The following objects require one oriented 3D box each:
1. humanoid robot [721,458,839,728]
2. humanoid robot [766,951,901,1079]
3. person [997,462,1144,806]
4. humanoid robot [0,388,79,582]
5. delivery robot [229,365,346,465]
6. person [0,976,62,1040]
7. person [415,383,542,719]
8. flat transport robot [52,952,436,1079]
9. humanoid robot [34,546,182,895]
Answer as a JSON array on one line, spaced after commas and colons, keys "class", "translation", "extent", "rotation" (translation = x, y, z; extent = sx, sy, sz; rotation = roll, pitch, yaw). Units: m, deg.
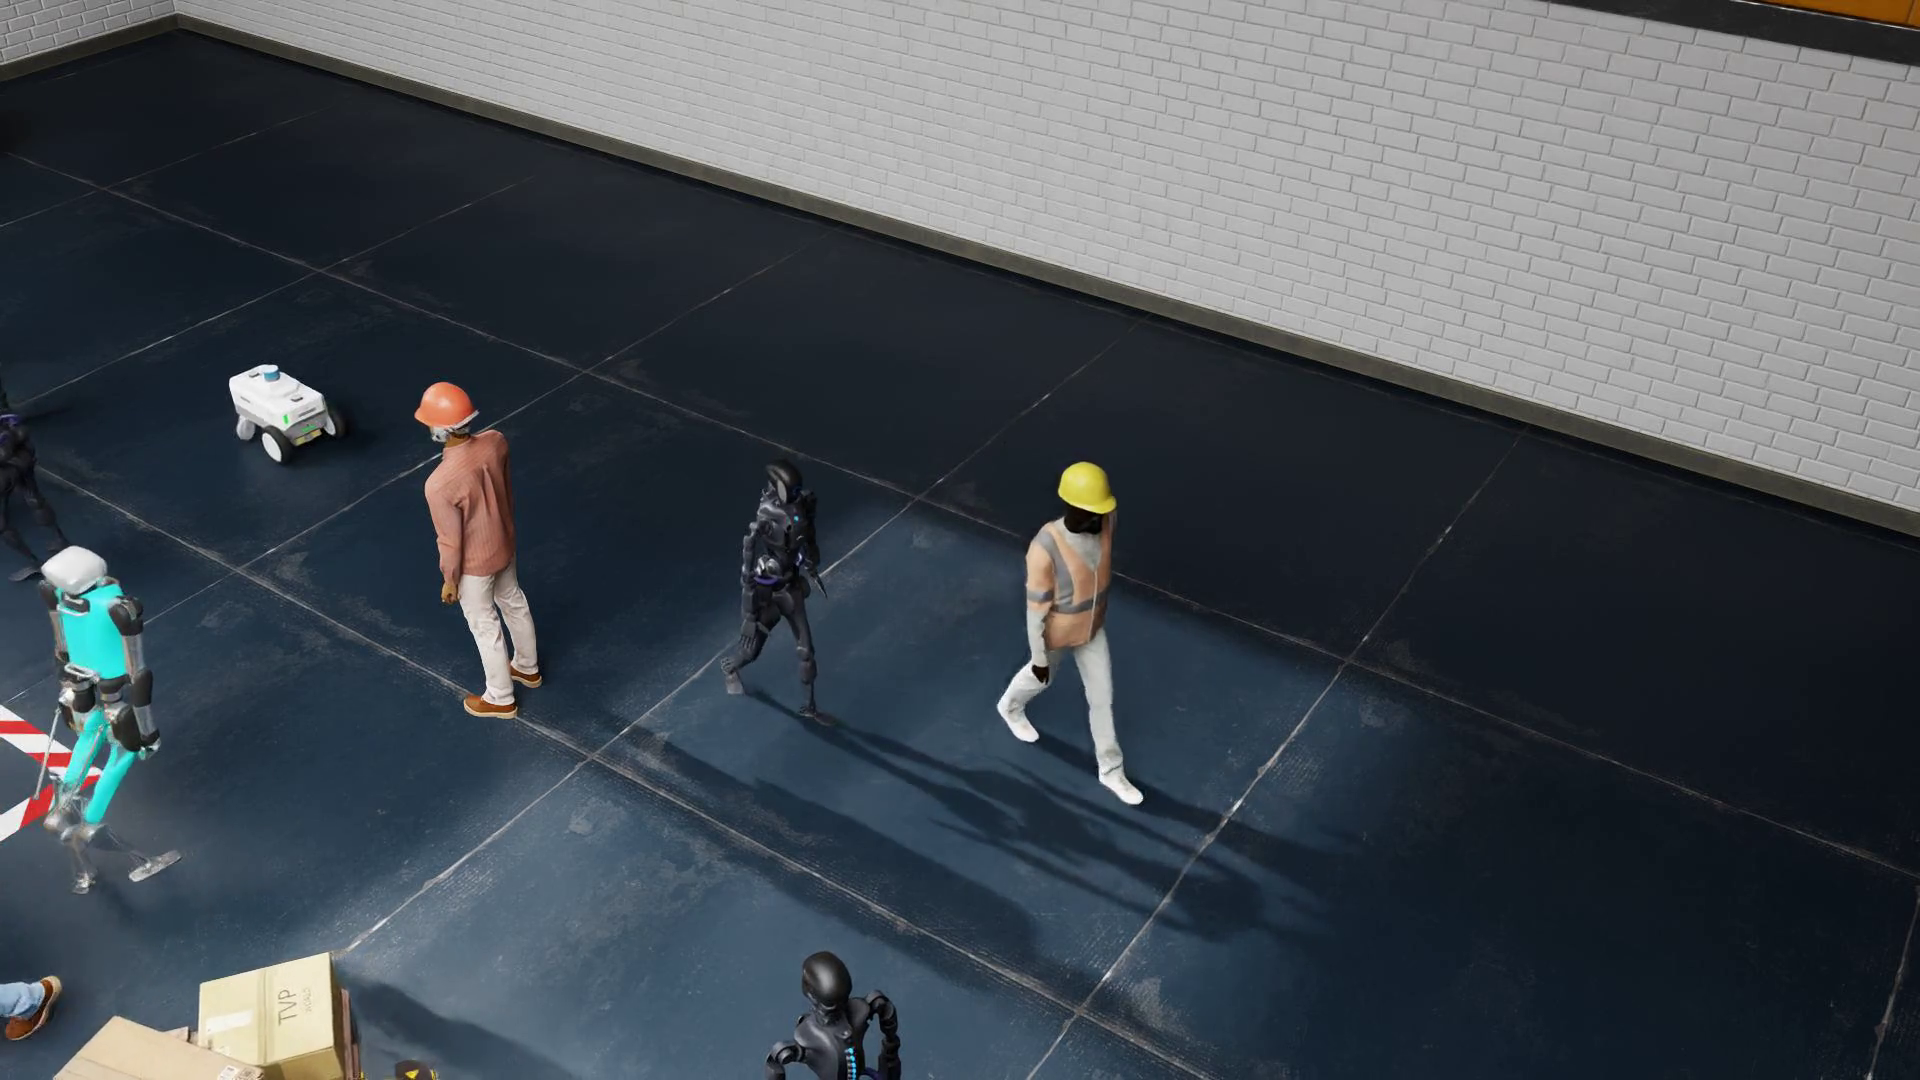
[{"class": "humanoid robot", "translation": [-1.000, 0.242, 8.746], "extent": [0.784, 1.631, 0.608], "rotation": [22, 41, 28]}, {"class": "humanoid robot", "translation": [-0.440, 2.113, 6.012], "extent": [0.590, 1.650, 0.339], "rotation": [-23, 41, -30]}, {"class": "person", "translation": [0.547, 0.400, 8.284], "extent": [0.598, 1.877, 0.997], "rotation": [-26, 42, -32]}, {"class": "humanoid robot", "translation": [-5.658, -0.506, 9.758], "extent": [0.319, 1.643, 0.589], "rotation": [0, 35, 0]}, {"class": "delivery robot", "translation": [-4.601, -0.882, 11.286], "extent": [0.780, 0.609, 0.522], "rotation": [25, 42, 31]}, {"class": "person", "translation": [-4.207, 1.519, 6.622], "extent": [0.632, 1.959, 0.704], "rotation": [19, 39, 25]}, {"class": "person", "translation": [-2.509, 0.060, 8.675], "extent": [0.376, 1.994, 0.610], "rotation": [12, 37, 16]}, {"class": "flat transport robot", "translation": [-2.803, 2.557, 6.610], "extent": [1.431, 0.231, 0.659], "rotation": [-11, 37, -16]}, {"class": "humanoid robot", "translation": [-4.041, 0.952, 7.636], "extent": [0.577, 1.796, 0.829], "rotation": [13, 37, 18]}]
